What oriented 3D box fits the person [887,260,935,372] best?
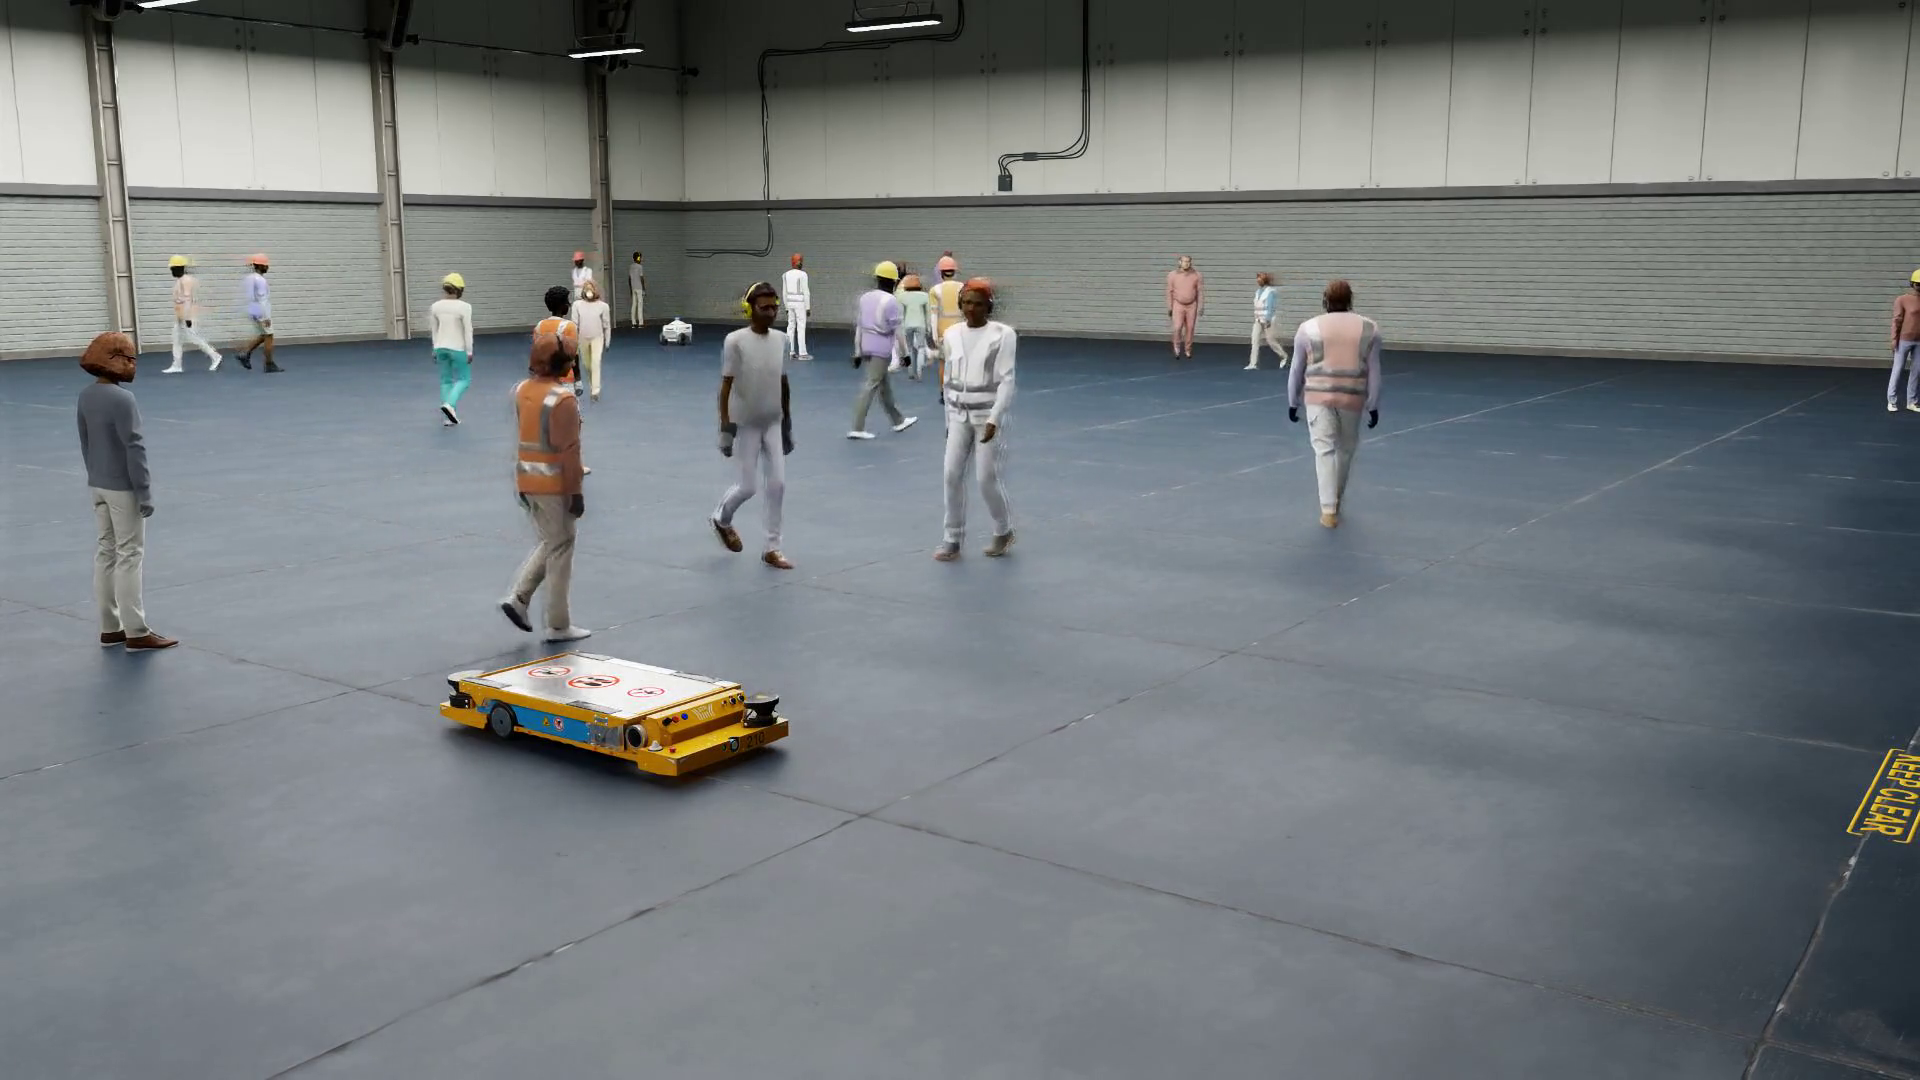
[{"bbox_3d":[-0.831,-3.632,26.998,0.788,1.809,0.613,-6,12,-31],"label":"person"}]

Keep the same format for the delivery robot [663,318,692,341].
[{"bbox_3d":[-5.754,-4.287,33.899,0.477,0.478,0.707,3,11,17],"label":"delivery robot"}]

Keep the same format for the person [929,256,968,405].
[{"bbox_3d":[-0.110,-2.659,21.238,0.551,1.917,0.692,-2,10,-11],"label":"person"}]

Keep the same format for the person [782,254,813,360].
[{"bbox_3d":[-2.901,-4.152,29.690,0.573,1.883,0.354,7,12,35],"label":"person"}]

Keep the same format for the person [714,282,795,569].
[{"bbox_3d":[-1.345,-0.744,10.727,0.569,1.843,0.644,-9,13,-40],"label":"person"}]

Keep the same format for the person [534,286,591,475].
[{"bbox_3d":[-3.582,-1.423,14.920,0.531,1.698,0.320,7,12,35],"label":"person"}]

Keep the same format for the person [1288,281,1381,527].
[{"bbox_3d":[2.779,-1.030,12.445,0.654,1.789,0.945,0,10,3],"label":"person"}]

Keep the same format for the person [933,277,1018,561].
[{"bbox_3d":[0.154,-0.788,10.922,0.591,1.861,0.589,6,12,32],"label":"person"}]

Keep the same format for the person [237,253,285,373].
[{"bbox_3d":[-11.221,-3.628,26.631,0.604,1.924,0.567,-9,14,-41],"label":"person"}]

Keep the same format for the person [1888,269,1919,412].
[{"bbox_3d":[11.753,-2.451,20.494,0.533,1.765,0.329,0,10,1],"label":"person"}]

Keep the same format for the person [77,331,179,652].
[{"bbox_3d":[-4.291,-0.246,8.506,0.499,1.633,0.281,7,12,35],"label":"person"}]

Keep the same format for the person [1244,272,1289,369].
[{"bbox_3d":[5.076,-3.616,27.425,0.723,1.617,0.513,-5,11,-27],"label":"person"}]

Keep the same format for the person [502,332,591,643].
[{"bbox_3d":[-2.123,-0.264,8.615,0.530,1.623,0.392,10,14,44],"label":"person"}]

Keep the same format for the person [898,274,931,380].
[{"bbox_3d":[-0.685,-3.196,25.075,0.507,1.619,0.613,0,10,1],"label":"person"}]

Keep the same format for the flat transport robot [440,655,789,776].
[{"bbox_3d":[-1.478,0.700,7.023,1.431,0.197,0.652,7,12,35],"label":"flat transport robot"}]

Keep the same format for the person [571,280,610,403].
[{"bbox_3d":[-4.870,-2.643,22.015,0.500,1.603,0.762,0,10,3],"label":"person"}]

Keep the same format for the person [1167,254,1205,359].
[{"bbox_3d":[4.074,-4.205,29.982,0.665,1.883,0.675,0,10,1],"label":"person"}]

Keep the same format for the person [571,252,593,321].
[{"bbox_3d":[-8.185,-5.248,35.815,0.549,1.883,0.985,4,11,24],"label":"person"}]

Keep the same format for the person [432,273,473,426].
[{"bbox_3d":[-5.779,-2.151,18.879,0.535,1.745,0.557,3,11,16],"label":"person"}]

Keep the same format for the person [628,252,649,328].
[{"bbox_3d":[-7.913,-6.135,40.852,0.521,1.865,0.327,7,12,35],"label":"person"}]

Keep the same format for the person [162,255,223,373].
[{"bbox_3d":[-12.453,-3.652,26.855,0.852,1.902,0.593,-8,13,-37],"label":"person"}]

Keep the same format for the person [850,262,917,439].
[{"bbox_3d":[-0.803,-2.020,17.775,1.015,1.873,0.592,-8,13,-37],"label":"person"}]

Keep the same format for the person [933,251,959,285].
[{"bbox_3d":[-0.268,-5.461,36.973,0.639,1.903,0.406,7,12,35],"label":"person"}]
